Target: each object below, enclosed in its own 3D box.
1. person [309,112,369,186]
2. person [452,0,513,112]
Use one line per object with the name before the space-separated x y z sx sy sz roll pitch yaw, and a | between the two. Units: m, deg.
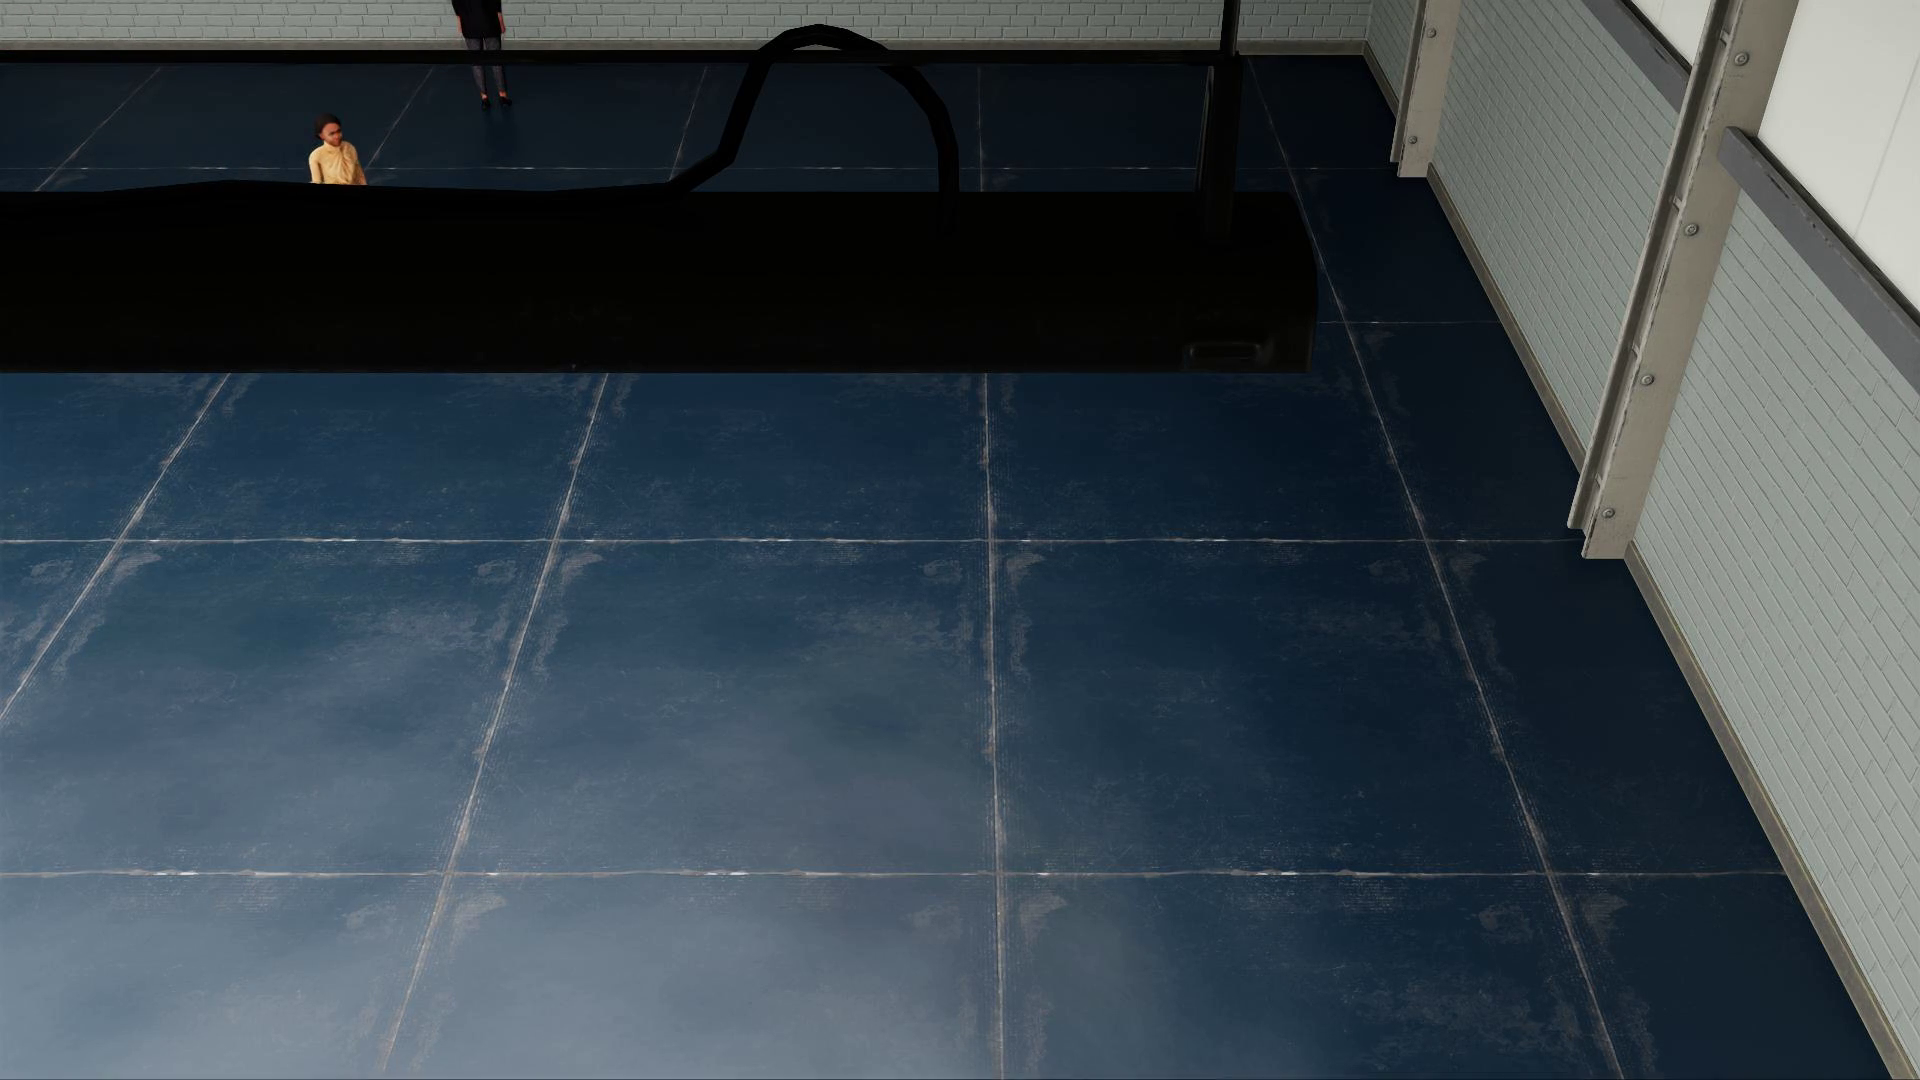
person | -5.105 -2.746 13.692 0.806 1.653 0.737 26 44 30
person | -4.873 -5.223 16.897 0.656 1.717 0.585 -3 37 -4
